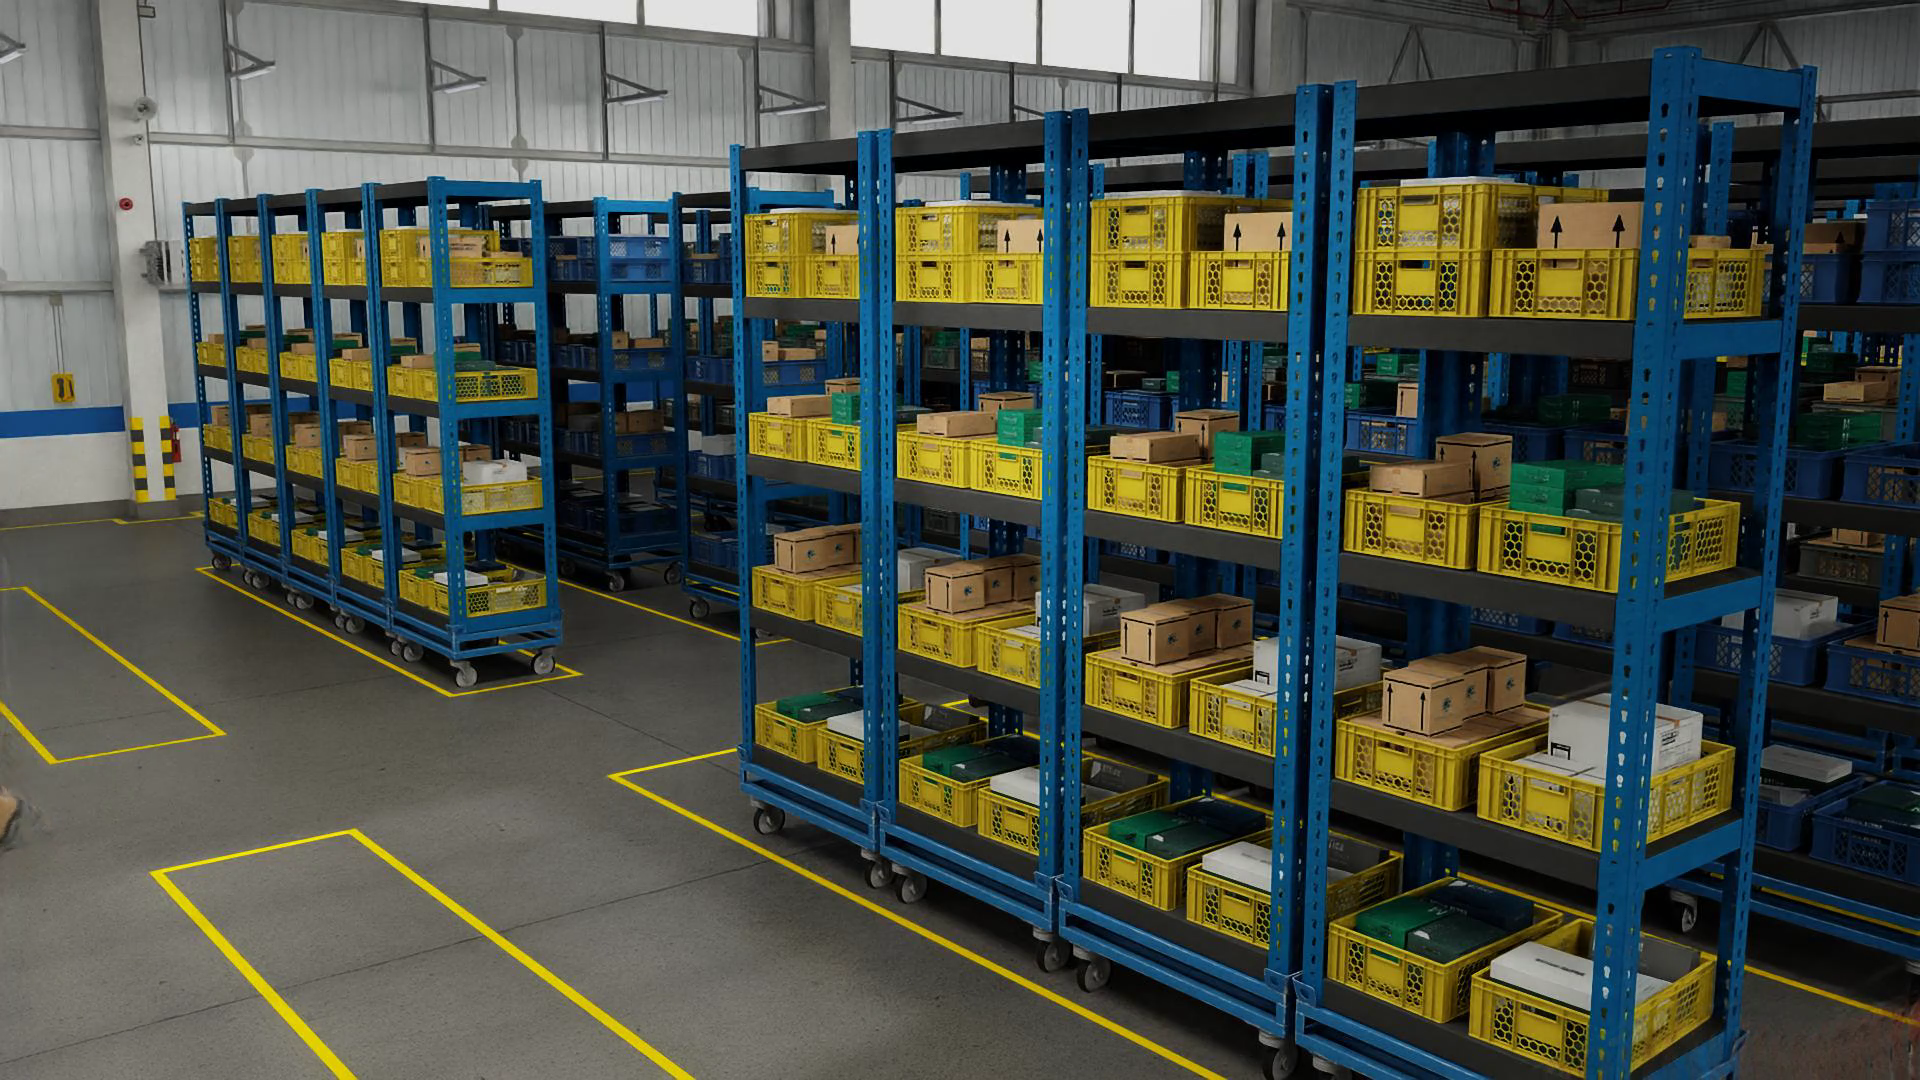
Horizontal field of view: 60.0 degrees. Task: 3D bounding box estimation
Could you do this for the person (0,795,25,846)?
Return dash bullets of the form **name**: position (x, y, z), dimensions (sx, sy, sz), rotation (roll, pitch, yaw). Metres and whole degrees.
- **person**: position (-5.182, 0.678, 8.144), dimensions (0.620, 2.014, 0.934), rotation (6, 11, 34)
